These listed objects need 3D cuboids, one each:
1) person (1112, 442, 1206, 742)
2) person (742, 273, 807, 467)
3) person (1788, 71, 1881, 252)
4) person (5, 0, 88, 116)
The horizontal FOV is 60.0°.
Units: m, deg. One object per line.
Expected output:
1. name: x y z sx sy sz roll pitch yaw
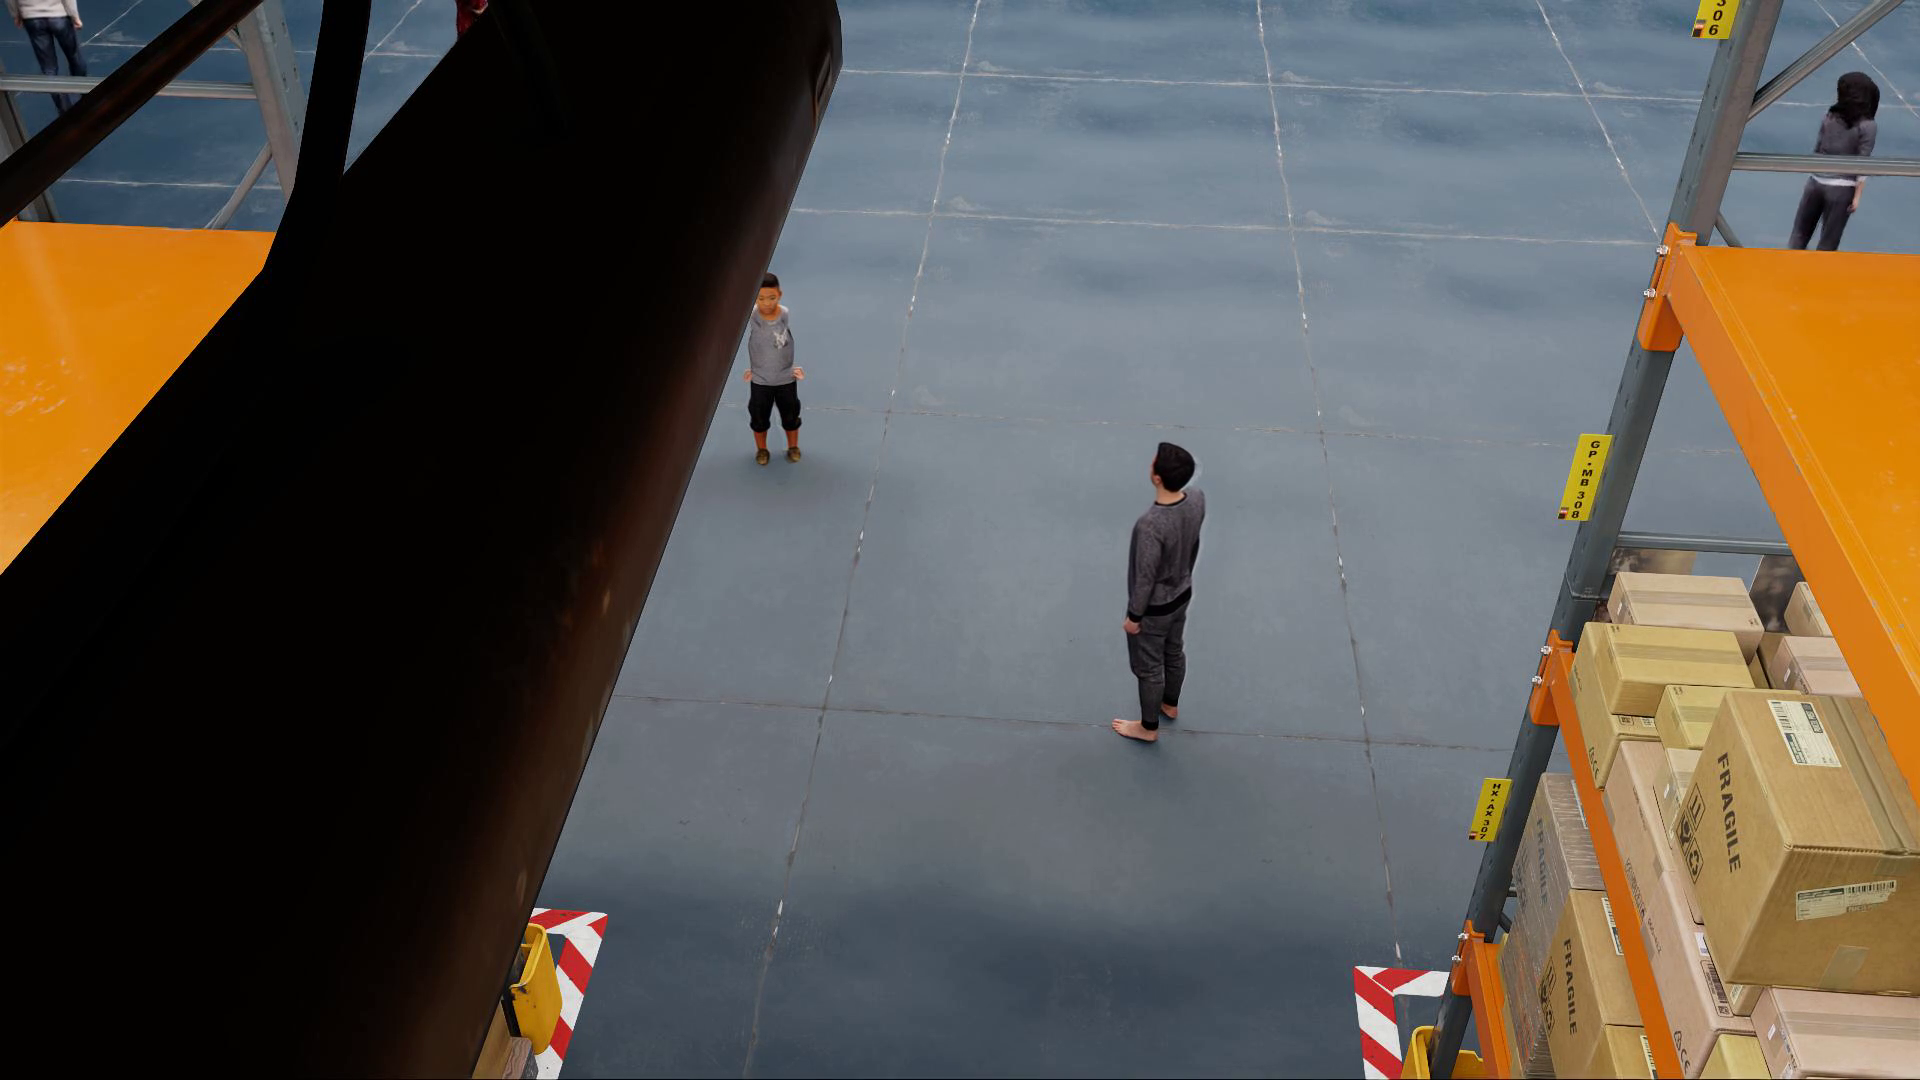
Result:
1. person: 1.043 0.291 8.639 0.817 1.831 0.706 29 46 31
2. person: -1.220 -1.139 10.775 0.602 1.453 0.557 -5 38 -7
3. person: 6.492 -2.559 12.366 0.895 1.728 0.765 -13 40 -16
4. person: -8.174 -4.605 14.874 1.081 1.860 1.329 -12 40 -15
